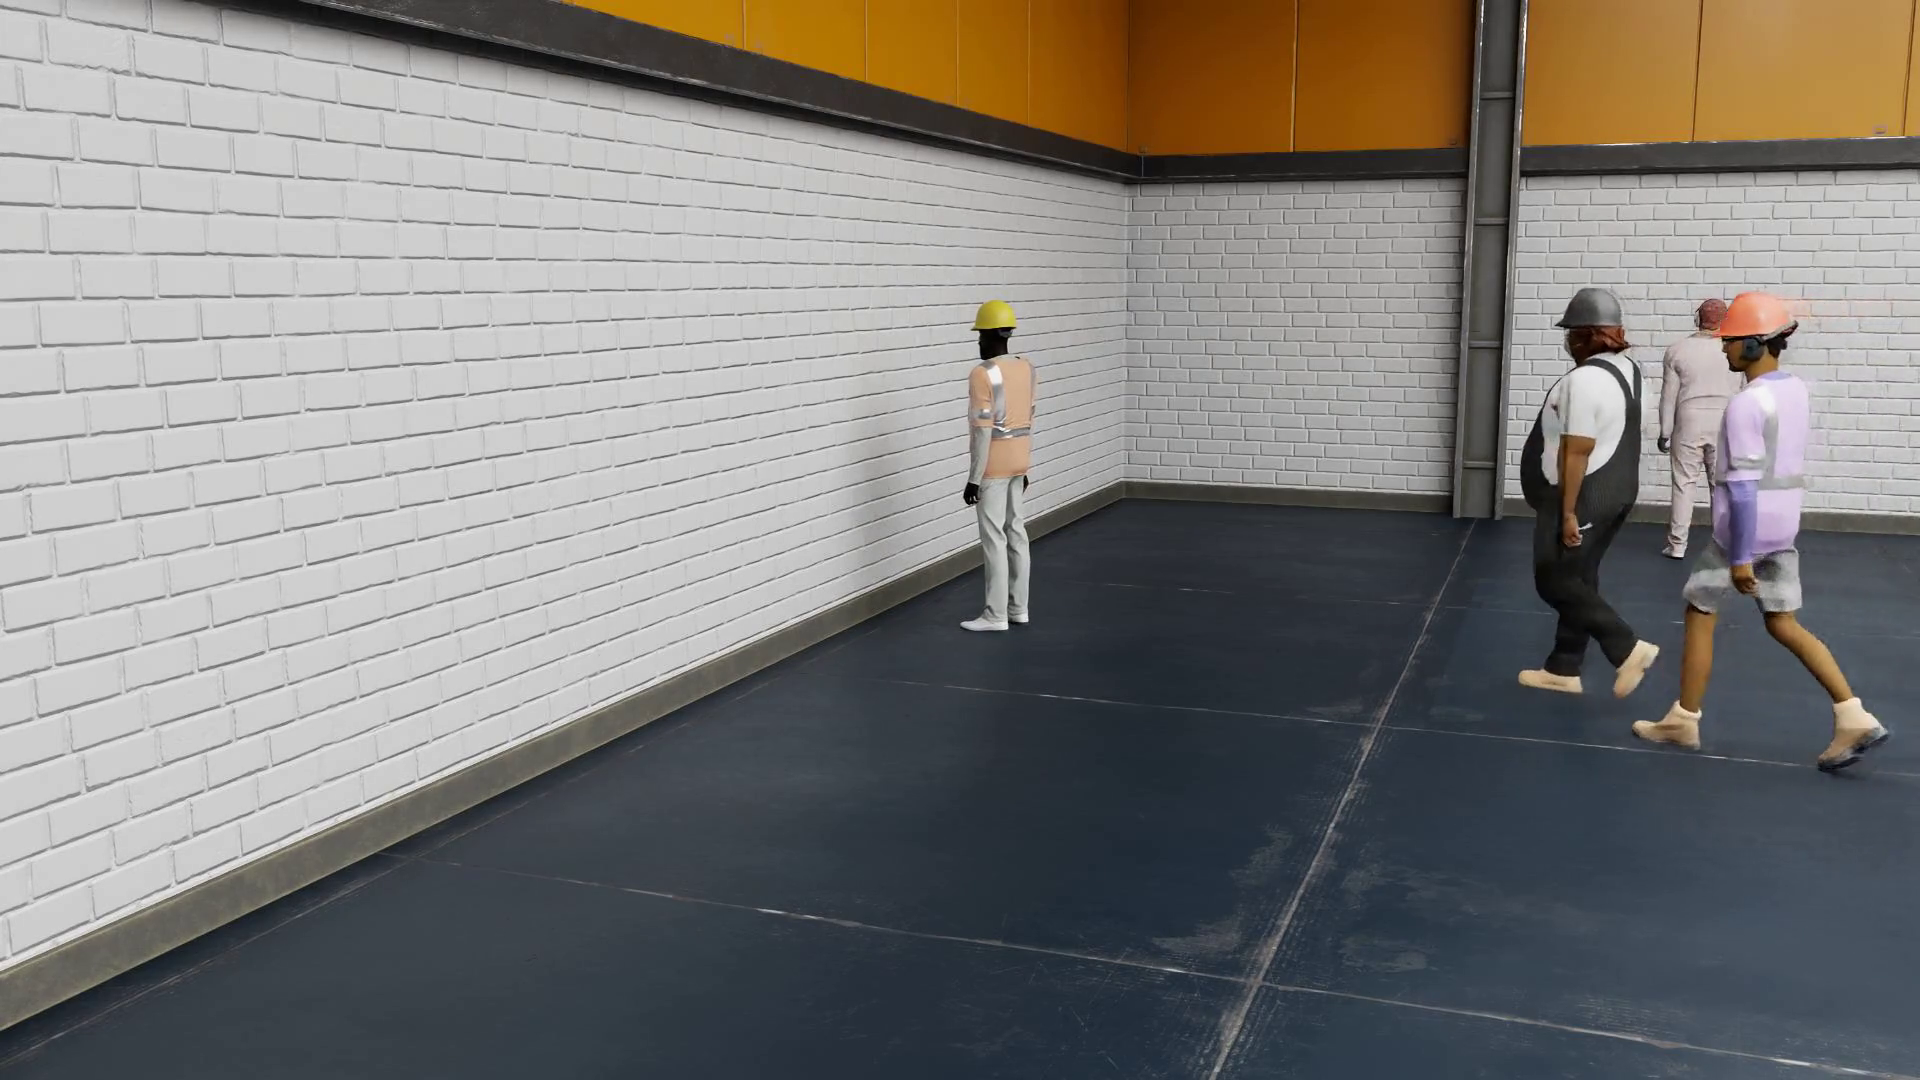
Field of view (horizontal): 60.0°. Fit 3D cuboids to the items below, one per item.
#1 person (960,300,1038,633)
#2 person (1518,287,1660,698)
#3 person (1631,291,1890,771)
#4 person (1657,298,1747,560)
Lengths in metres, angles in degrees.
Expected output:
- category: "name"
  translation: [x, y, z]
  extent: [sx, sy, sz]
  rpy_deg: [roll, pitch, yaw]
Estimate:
- category: "person"
  translation: [0.212, -0.423, 9.671]
  extent: [0.370, 1.925, 0.595]
  rpy_deg: [6, 11, 34]
- category: "person"
  translation: [3.065, -0.219, 8.033]
  extent: [0.692, 2.000, 0.729]
  rpy_deg: [-9, 12, -43]
- category: "person"
  translation: [3.403, -0.034, 6.985]
  extent: [0.601, 2.013, 0.985]
  rpy_deg: [-7, 11, -36]
- category: "person"
  translation: [5.403, -0.794, 12.068]
  extent: [0.648, 1.907, 0.409]
  rpy_deg: [2, 9, 15]
